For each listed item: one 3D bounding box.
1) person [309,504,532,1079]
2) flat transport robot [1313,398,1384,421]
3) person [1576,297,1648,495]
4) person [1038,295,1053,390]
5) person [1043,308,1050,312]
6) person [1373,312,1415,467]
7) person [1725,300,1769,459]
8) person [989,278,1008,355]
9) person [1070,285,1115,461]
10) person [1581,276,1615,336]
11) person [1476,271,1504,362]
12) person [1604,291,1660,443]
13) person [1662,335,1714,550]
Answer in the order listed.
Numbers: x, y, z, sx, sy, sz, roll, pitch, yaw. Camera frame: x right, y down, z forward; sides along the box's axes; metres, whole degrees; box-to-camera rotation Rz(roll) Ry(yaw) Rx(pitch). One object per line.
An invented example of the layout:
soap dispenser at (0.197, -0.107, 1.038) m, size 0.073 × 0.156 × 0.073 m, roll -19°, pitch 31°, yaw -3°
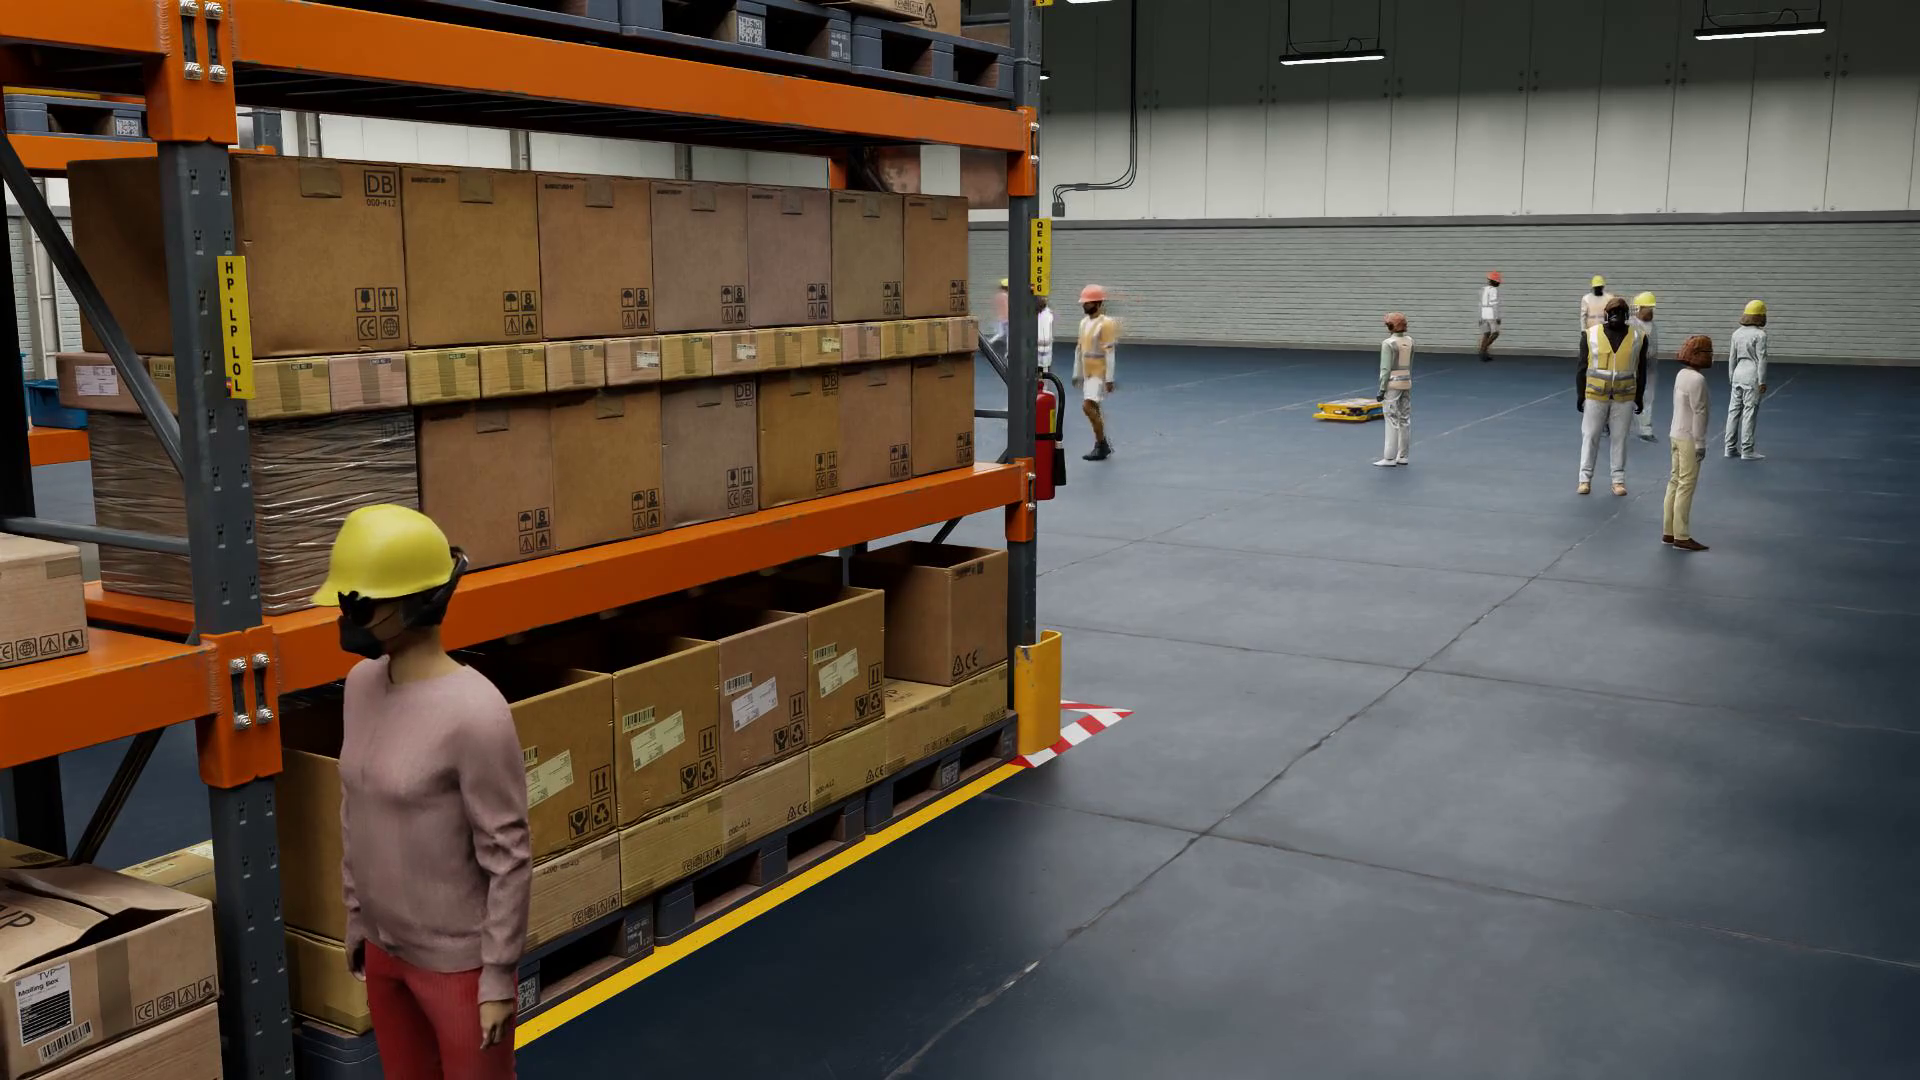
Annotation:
person at (-1.053, 0.801, 3.258) m, size 0.533 × 1.765 × 0.326 m, roll 8°, pitch 12°, yaw 38°
flat transport robot at (5.449, -1.798, 22.841) m, size 0.652 × 0.197 × 1.431 m, roll 7°, pitch 12°, yaw 36°
person at (6.079, -1.337, 15.548) m, size 0.619 × 1.845 × 0.430 m, roll 3°, pitch 10°, yaw 16°
person at (0.905, -2.267, 20.957) m, size 0.577 × 1.862 × 0.752 m, roll -9°, pitch 13°, yaw -42°
person at (0.989, -2.644, 23.067) m, size 0.544 × 1.896 × 0.988 m, roll -3°, pitch 10°, yaw -19°
person at (4.614, -1.592, 17.633) m, size 0.514 × 1.639 × 0.310 m, roll -8°, pitch 13°, yaw -40°
person at (8.706, -1.764, 18.337) m, size 0.306 × 1.743 × 0.494 m, roll -3°, pitch 10°, yaw -18°
person at (0.913, -4.877, 36.579) m, size 0.680 × 1.749 × 0.528 m, roll -4°, pitch 10°, yaw -21°
person at (1.443, -1.809, 18.104) m, size 0.482 × 1.919 × 0.553 m, roll -5°, pitch 11°, yaw -25°
person at (11.700, -3.904, 30.521) m, size 0.583 × 1.862 × 1.024 m, roll 6°, pitch 11°, yaw 30°
person at (11.186, -4.713, 35.117) m, size 0.452 × 1.910 × 0.633 m, roll 0°, pitch 10°, yaw 0°
person at (8.134, -2.085, 20.032) m, size 0.596 × 1.814 × 0.755 m, roll -3°, pitch 10°, yaw -16°
person at (5.569, -0.743, 12.682) m, size 0.276 × 1.633 × 0.503 m, roll 1°, pitch 10°, yaw 5°
